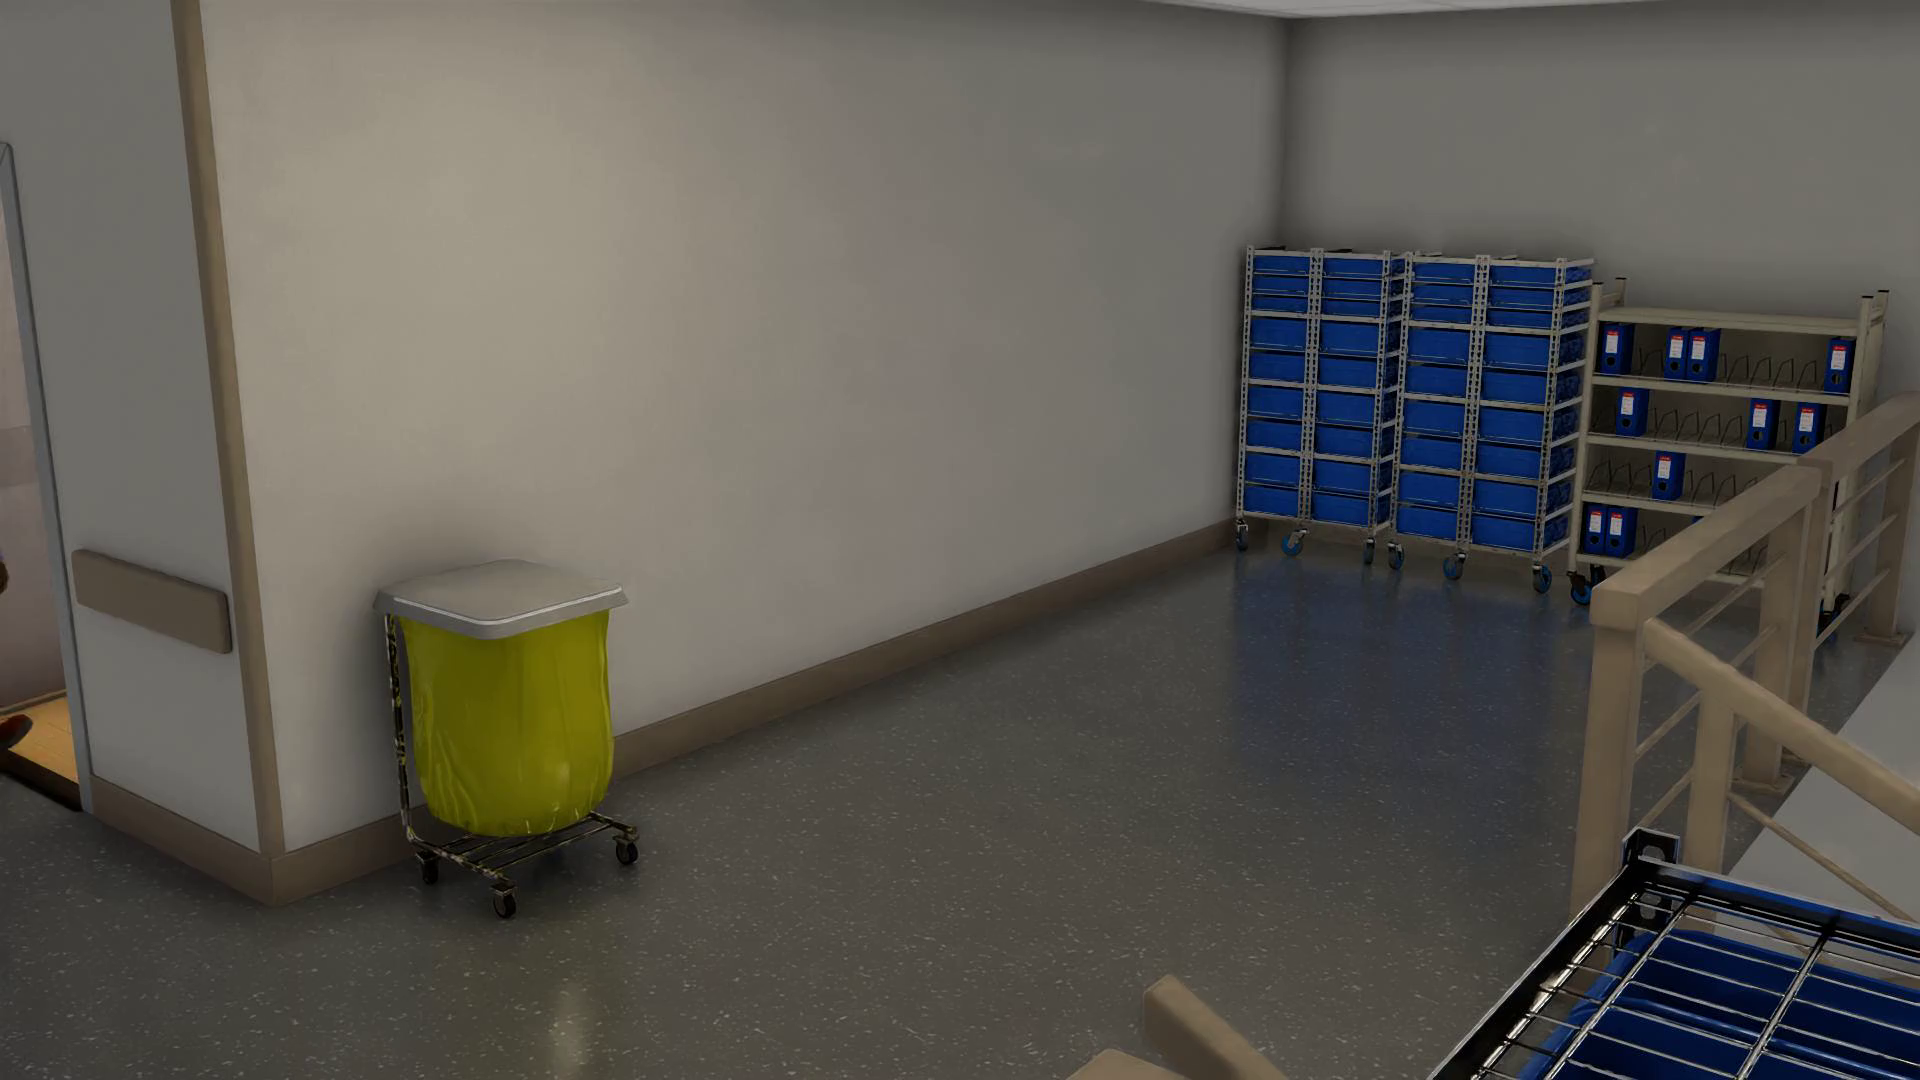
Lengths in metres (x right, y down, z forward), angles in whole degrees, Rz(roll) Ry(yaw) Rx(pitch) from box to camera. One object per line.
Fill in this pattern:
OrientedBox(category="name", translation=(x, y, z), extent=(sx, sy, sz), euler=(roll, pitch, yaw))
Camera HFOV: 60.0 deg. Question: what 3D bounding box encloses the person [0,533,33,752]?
OrientedBox(category="person", translation=(-3.657, 0.025, 5.852), extent=(0.721, 1.884, 0.865), euler=(3, 14, 11))
